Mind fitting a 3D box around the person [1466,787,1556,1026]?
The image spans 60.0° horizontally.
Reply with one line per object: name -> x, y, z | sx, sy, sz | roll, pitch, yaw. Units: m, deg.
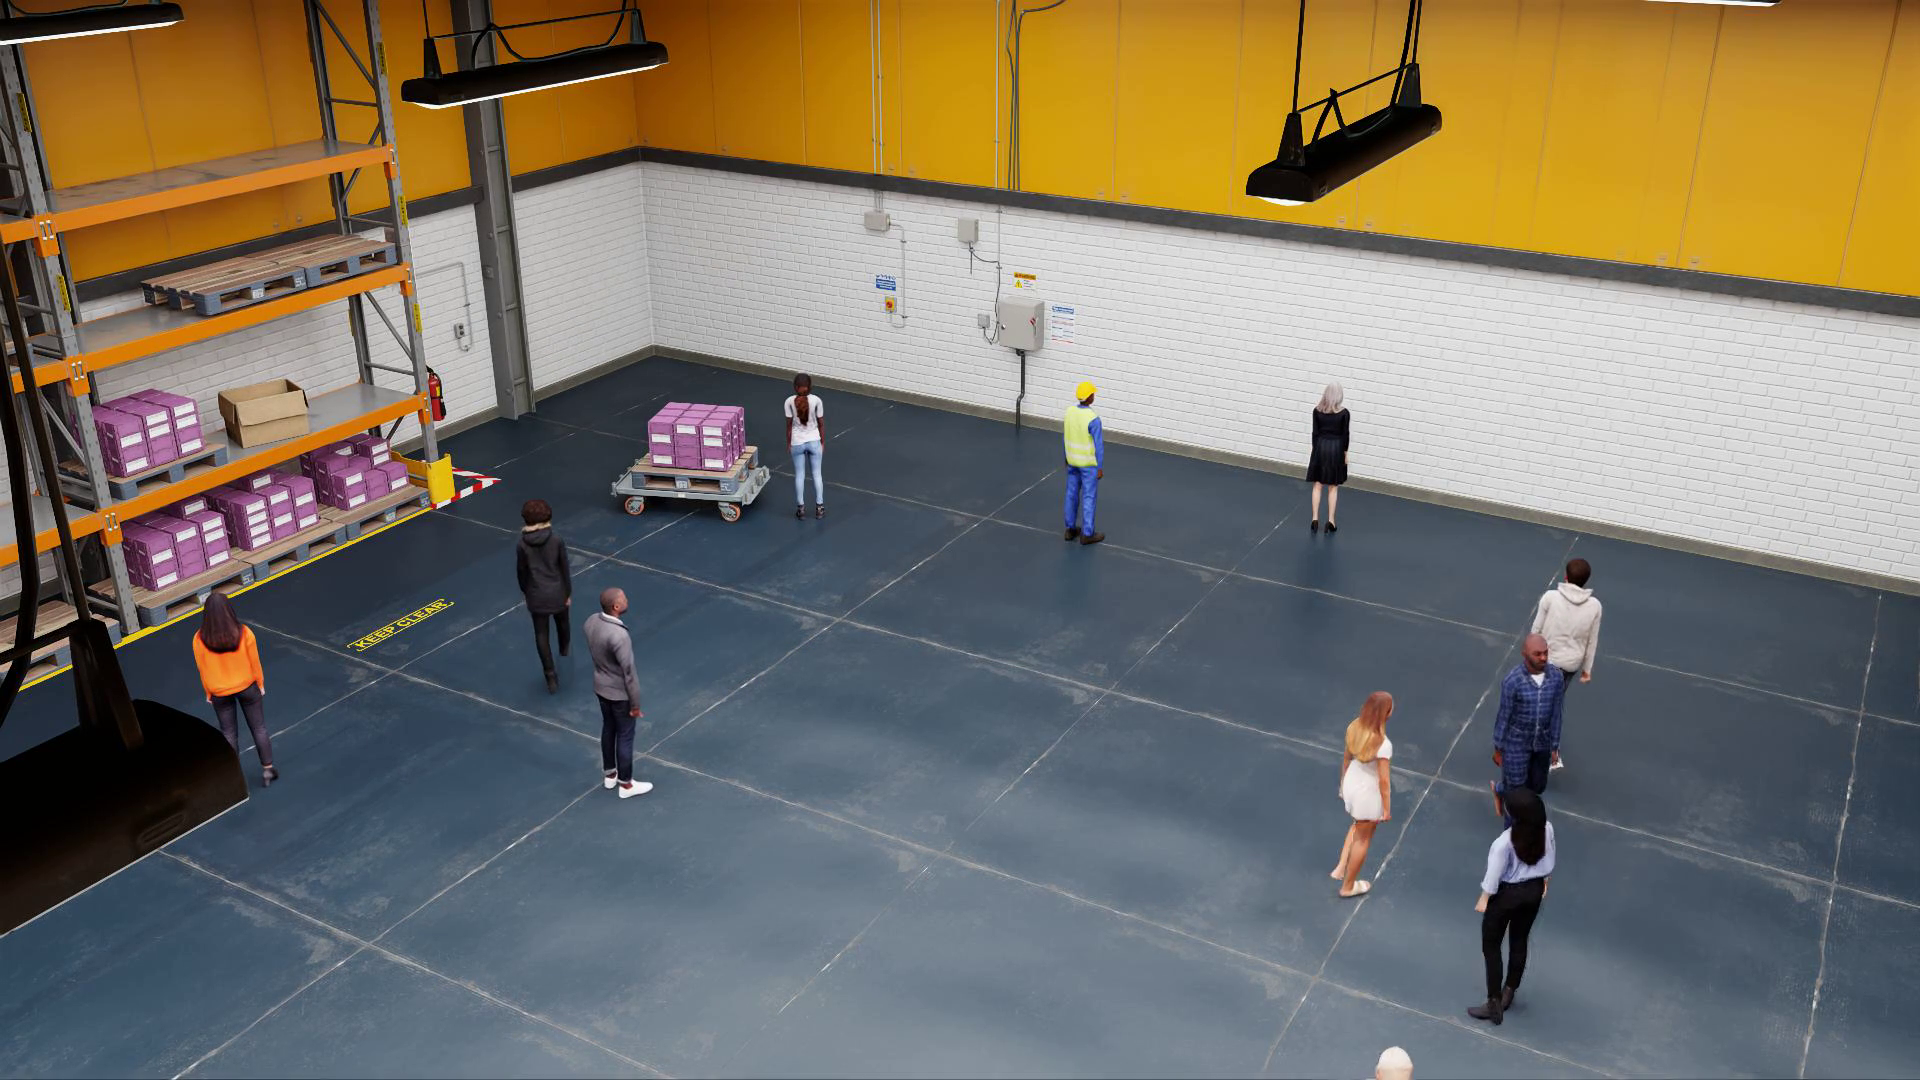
person -> 3.637, 2.340, 10.847 | 0.758, 1.735, 0.842 | -2, 24, -5

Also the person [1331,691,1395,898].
person -> 2.845, 1.861, 12.013 | 0.751, 1.680, 0.707 | -11, 26, -24

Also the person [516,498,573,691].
person -> -3.736, 0.527, 15.011 | 1.084, 1.724, 1.175 | -5, 24, -11

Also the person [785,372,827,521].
person -> -1.726, -1.063, 18.653 | 0.669, 1.719, 0.699 | -2, 24, -5

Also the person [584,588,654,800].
person -> -2.766, 1.213, 13.327 | 0.690, 1.815, 0.776 | -21, 31, -40

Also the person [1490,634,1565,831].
person -> 4.273, 1.504, 12.677 | 1.025, 1.803, 1.084 | -6, 24, -13

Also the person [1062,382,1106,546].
person -> 1.330, -0.853, 18.056 | 0.707, 1.812, 0.633 | 19, 30, 37

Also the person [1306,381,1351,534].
person -> 4.052, -0.914, 18.278 | 0.623, 1.747, 0.599 | 9, 25, 20

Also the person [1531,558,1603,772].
person -> 4.936, 1.054, 13.684 | 1.035, 1.820, 1.291 | 1, 24, 2

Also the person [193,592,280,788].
person -> -5.845, 1.217, 13.401 | 0.695, 1.749, 0.765 | -7, 25, -16
